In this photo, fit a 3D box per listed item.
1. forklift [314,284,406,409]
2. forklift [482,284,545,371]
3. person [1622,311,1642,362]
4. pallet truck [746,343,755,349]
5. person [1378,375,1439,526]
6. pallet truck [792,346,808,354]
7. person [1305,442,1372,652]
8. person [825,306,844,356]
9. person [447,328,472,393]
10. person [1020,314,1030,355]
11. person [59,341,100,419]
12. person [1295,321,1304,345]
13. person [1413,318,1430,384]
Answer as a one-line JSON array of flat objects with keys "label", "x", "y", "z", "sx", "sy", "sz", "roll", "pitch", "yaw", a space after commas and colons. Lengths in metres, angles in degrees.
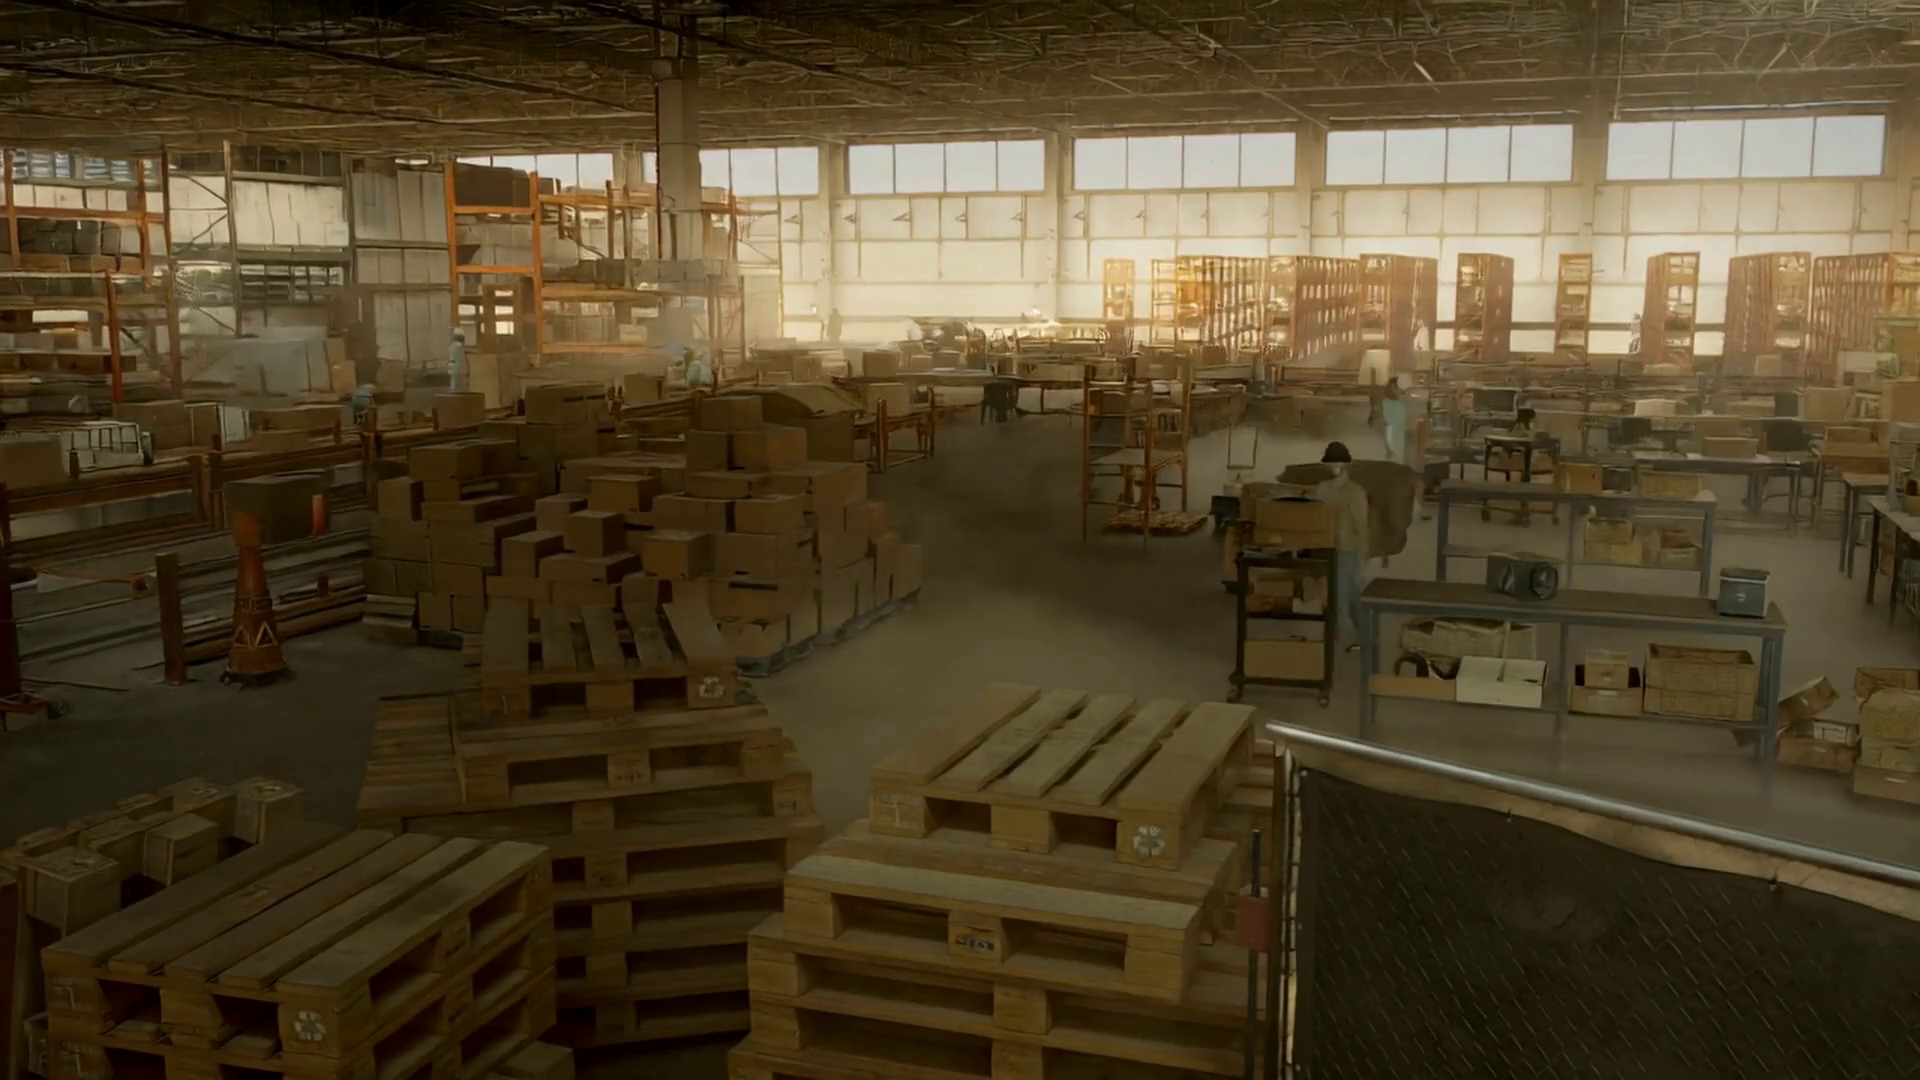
[{"label": "forklift", "x": -13.744, "y": -4.446, "z": 38.004, "sx": 1.129, "sy": 2.768, "sz": 1.873, "roll": 3, "pitch": 10, "yaw": 20}, {"label": "forklift", "x": -10.832, "y": -4.702, "z": 39.610, "sx": 1.129, "sy": 2.768, "sz": 1.873, "roll": 3, "pitch": 10, "yaw": 20}, {"label": "person", "x": 23.564, "y": -7.071, "z": 57.977, "sx": 0.812, "sy": 1.815, "sz": 0.604, "roll": 1, "pitch": 9, "yaw": 8}, {"label": "pallet truck", "x": -6.183, "y": -4.618, "z": 44.264, "sx": 1.601, "sy": 1.201, "sz": 0.680, "roll": -9, "pitch": 12, "yaw": -43}, {"label": "person", "x": 5.309, "y": -1.056, "z": 19.989, "sx": 0.944, "sy": 1.827, "sz": 0.559, "roll": 7, "pitch": 11, "yaw": 36}, {"label": "pallet truck", "x": -3.705, "y": -4.298, "z": 42.022, "sx": 0.653, "sy": 1.274, "sz": 1.630, "roll": 3, "pitch": 10, "yaw": 20}, {"label": "person", "x": 2.972, "y": 0.088, "z": 13.159, "sx": 0.922, "sy": 1.720, "sz": 0.520, "roll": -4, "pitch": 10, "yaw": -23}, {"label": "person", "x": -4.774, "y": -7.911, "z": 62.945, "sx": 0.660, "sy": 1.869, "sz": 0.906, "roll": -4, "pitch": 10, "yaw": -24}, {"label": "person", "x": -10.742, "y": -3.617, "z": 35.905, "sx": 0.593, "sy": 1.878, "sz": 1.010, "roll": 8, "pitch": 12, "yaw": 41}, {"label": "person", "x": 2.126, "y": -6.609, "z": 55.181, "sx": 0.381, "sy": 1.737, "sz": 0.566, "roll": -2, "pitch": 9, "yaw": -13}, {"label": "person", "x": -18.640, "y": -3.372, "z": 35.053, "sx": 0.801, "sy": 1.667, "sz": 0.528, "roll": -2, "pitch": 9, "yaw": -12}, {"label": "person", "x": 10.498, "y": -6.130, "z": 51.848, "sx": 0.456, "sy": 1.830, "sz": 0.602, "roll": 0, "pitch": 9, "yaw": 2}, {"label": "person", "x": 12.055, "y": -4.842, "z": 43.538, "sx": 0.407, "sy": 1.910, "sz": 0.640, "roll": 3, "pitch": 10, "yaw": 21}]
